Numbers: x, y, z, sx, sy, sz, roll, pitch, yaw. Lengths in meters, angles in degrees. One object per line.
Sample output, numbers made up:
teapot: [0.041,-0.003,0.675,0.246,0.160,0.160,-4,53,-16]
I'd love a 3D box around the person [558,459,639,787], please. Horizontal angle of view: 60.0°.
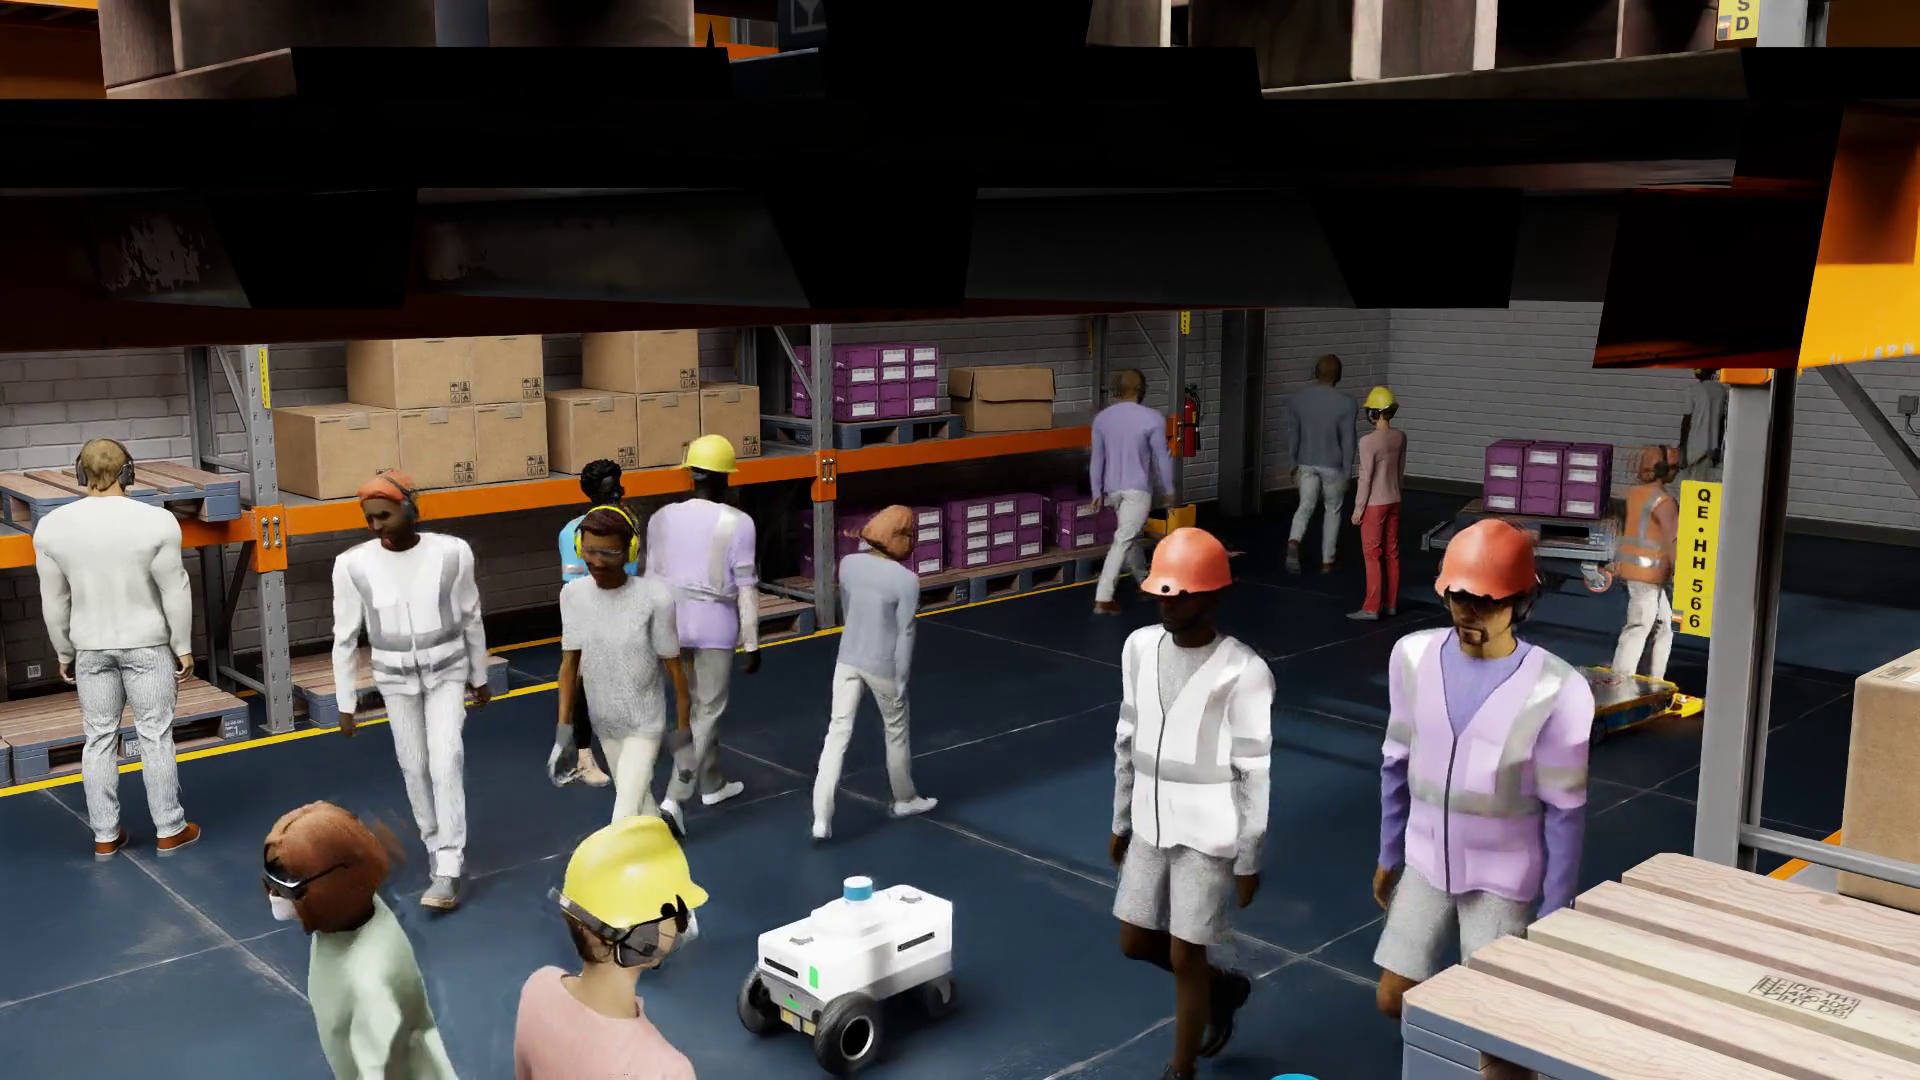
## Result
person: [-1.848,0.419,8.689,0.320,1.697,0.531,6,11,31]

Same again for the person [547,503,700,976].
person: [-1.325,0.769,6.267,0.506,1.817,0.907,6,11,31]

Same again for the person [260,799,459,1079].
person: [-1.311,1.324,3.736,0.888,1.564,0.507,-8,12,-38]

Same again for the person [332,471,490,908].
person: [-2.313,0.627,7.018,0.607,1.848,0.795,-2,10,-13]

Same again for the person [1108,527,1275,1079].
person: [0.742,0.895,5.239,0.627,1.925,0.559,-9,13,-43]

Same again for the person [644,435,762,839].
person: [-1.282,0.450,7.960,0.596,1.894,0.860,5,11,26]

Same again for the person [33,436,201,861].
person: [-3.797,0.496,7.539,0.632,1.940,0.372,-2,10,-9]

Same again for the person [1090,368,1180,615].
person: [1.320,-0.380,12.853,0.627,1.887,1.045,9,13,43]

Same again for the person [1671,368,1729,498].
person: [7.015,-0.866,15.758,0.542,1.852,0.452,-3,10,-18]

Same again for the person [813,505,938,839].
person: [-0.410,0.624,7.854,0.484,1.587,0.845,6,11,30]

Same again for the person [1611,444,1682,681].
person: [4.205,0.239,9.988,0.655,1.618,0.528,1,10,4]

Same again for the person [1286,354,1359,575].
person: [3.067,-0.631,14.209,0.636,1.914,0.798,6,12,33]

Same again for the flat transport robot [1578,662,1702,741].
flat transport robot: [3.647,0.954,9.730,1.431,0.197,0.652,-7,12,-35]

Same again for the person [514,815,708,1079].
person: [-0.609,1.354,3.048,0.359,1.753,0.534,-8,13,-39]

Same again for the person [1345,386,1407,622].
person: [3.140,-0.267,12.502,0.525,1.772,0.304,-8,13,-40]

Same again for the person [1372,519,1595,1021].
person: [1.468,0.929,4.728,0.506,2.025,0.626,-9,13,-43]

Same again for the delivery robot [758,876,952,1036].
delivery robot: [-0.356,1.428,5.849,0.477,0.478,0.707,9,13,44]
